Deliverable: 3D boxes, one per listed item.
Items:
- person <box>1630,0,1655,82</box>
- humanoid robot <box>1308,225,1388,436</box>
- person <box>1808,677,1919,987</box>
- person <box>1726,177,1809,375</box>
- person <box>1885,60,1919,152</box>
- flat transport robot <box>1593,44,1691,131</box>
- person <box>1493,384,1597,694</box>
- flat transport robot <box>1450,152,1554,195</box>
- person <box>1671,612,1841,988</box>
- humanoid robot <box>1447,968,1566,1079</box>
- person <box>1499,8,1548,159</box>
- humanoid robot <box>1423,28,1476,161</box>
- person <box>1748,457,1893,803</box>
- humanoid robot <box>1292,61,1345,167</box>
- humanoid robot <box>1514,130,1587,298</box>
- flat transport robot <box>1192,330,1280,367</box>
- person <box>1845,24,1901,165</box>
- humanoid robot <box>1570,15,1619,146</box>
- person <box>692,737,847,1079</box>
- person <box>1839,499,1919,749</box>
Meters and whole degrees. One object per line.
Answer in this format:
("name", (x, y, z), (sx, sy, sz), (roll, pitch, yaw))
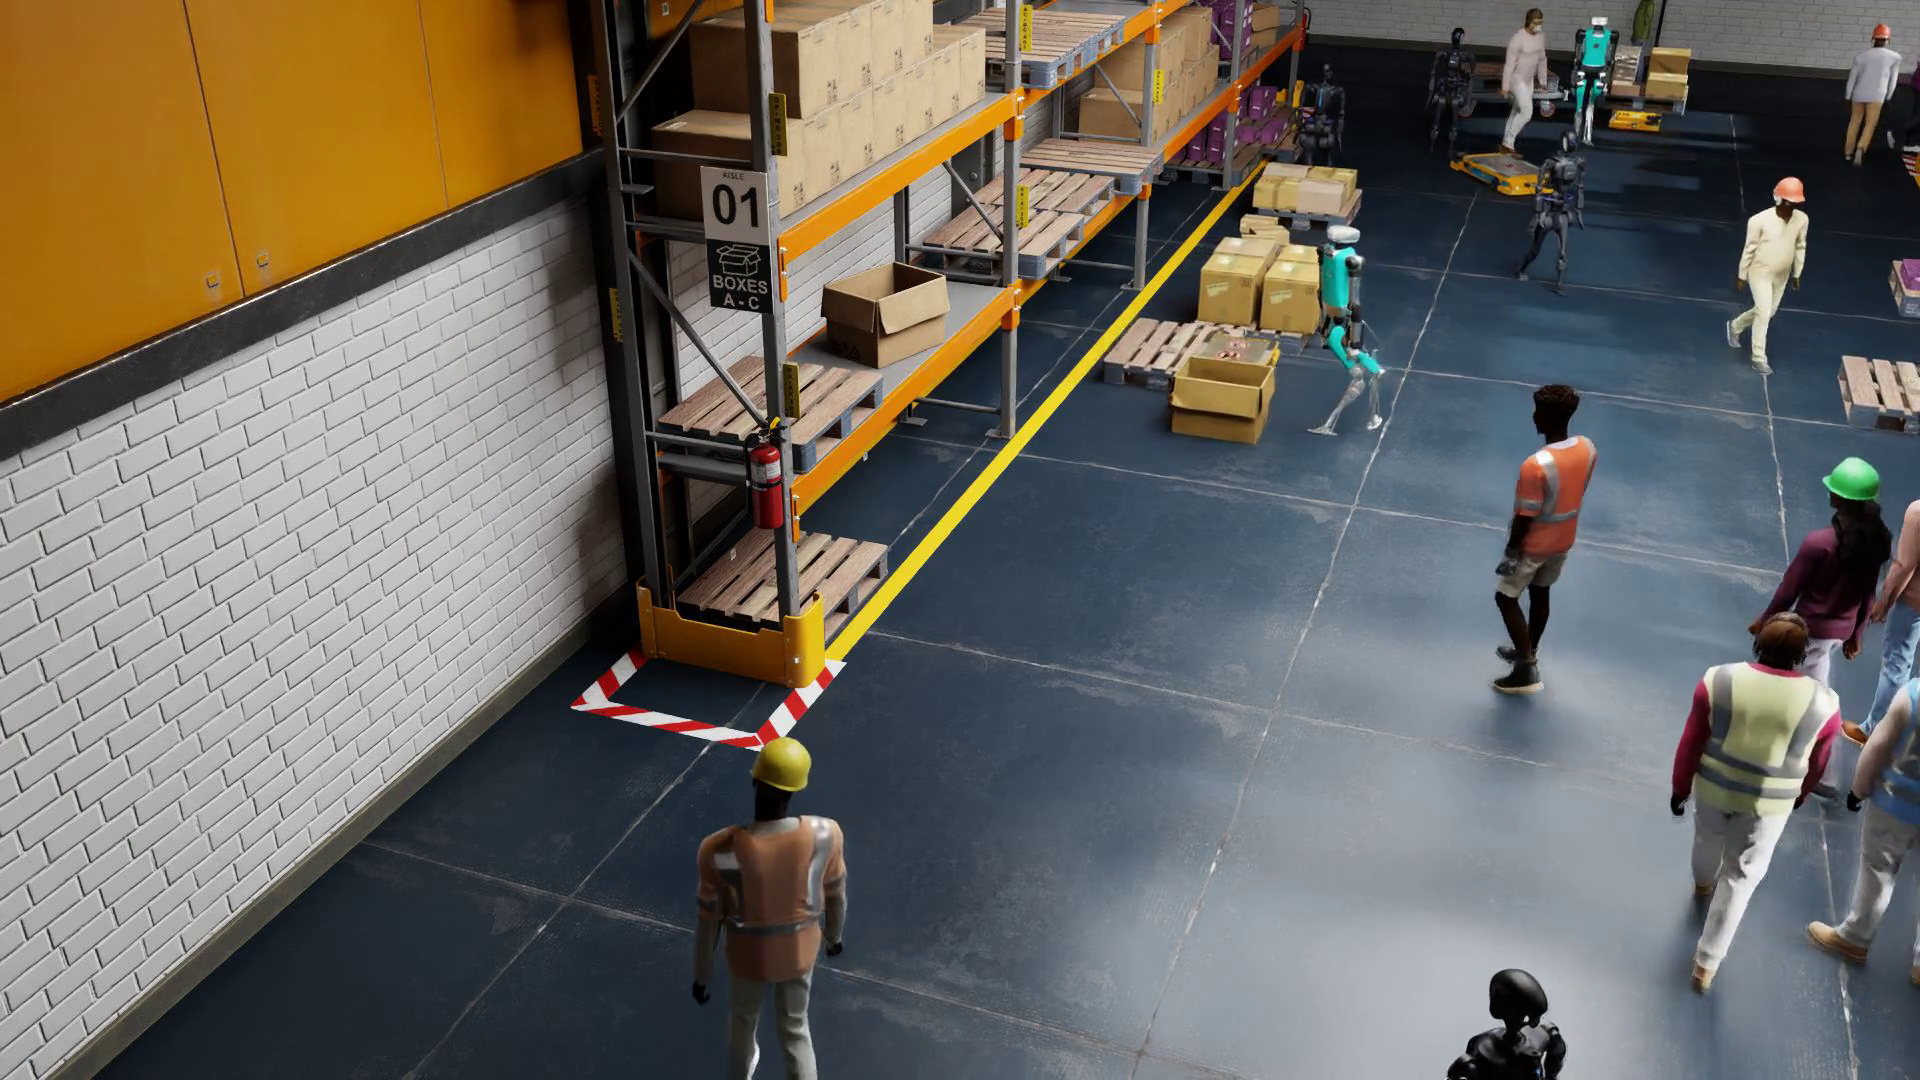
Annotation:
("person", (10.119, -7.483, 24.774), (0.288, 1.633, 0.498), (2, 27, 4))
("humanoid robot", (3.266, -1.686, 13.475), (0.835, 1.808, 0.570), (-12, 30, -22))
("person", (4.476, 1.240, 7.680), (0.693, 1.806, 0.433), (9, 28, 16))
("person", (7.200, -2.405, 14.822), (0.572, 1.720, 0.782), (-6, 28, -11))
("person", (12.421, -5.886, 21.474), (0.579, 1.822, 0.587), (3, 27, 6))
("flat transport robot", (9.536, -6.017, 23.421), (0.659, 0.231, 1.431), (11, 29, 20))
("person", (3.481, -0.005, 9.925), (0.643, 1.958, 0.479), (-18, 32, -31))
("flat transport robot", (6.718, -4.533, 20.544), (0.659, 0.231, 1.431), (-7, 28, -13))
("person", (3.701, 1.163, 7.846), (0.615, 1.781, 0.999), (16, 31, 28))
("humanoid robot", (1.862, 2.211, 5.963), (0.583, 1.631, 0.776), (-14, 30, -25))
("person", (7.198, -5.798, 21.207), (0.643, 1.919, 0.512), (-24, 36, -39))
("humanoid robot", (6.268, -5.695, 21.245), (0.599, 1.657, 0.315), (10, 29, 19))
("person", (4.674, 0.427, 9.145), (0.498, 1.896, 1.001), (-11, 29, -20))
("humanoid robot", (4.206, -4.794, 19.524), (0.589, 1.643, 0.567), (10, 29, 18))
("humanoid robot", (5.955, -3.311, 16.691), (0.591, 1.637, 0.761), (-8, 28, -14))
("flat transport robot", (2.367, -1.498, 14.656), (0.659, 0.231, 1.431), (10, 29, 18))
("person", (11.524, -5.643, 21.094), (0.553, 1.730, 0.724), (16, 31, 28))
("humanoid robot", (8.253, -5.957, 21.827), (0.547, 1.899, 0.754), (9, 29, 16))
("person", (-0.771, 1.667, 6.777), (0.657, 1.868, 0.789), (-7, 28, -14))
("person", (5.397, 0.303, 9.293), (0.610, 1.985, 0.390), (-5, 28, -10))
